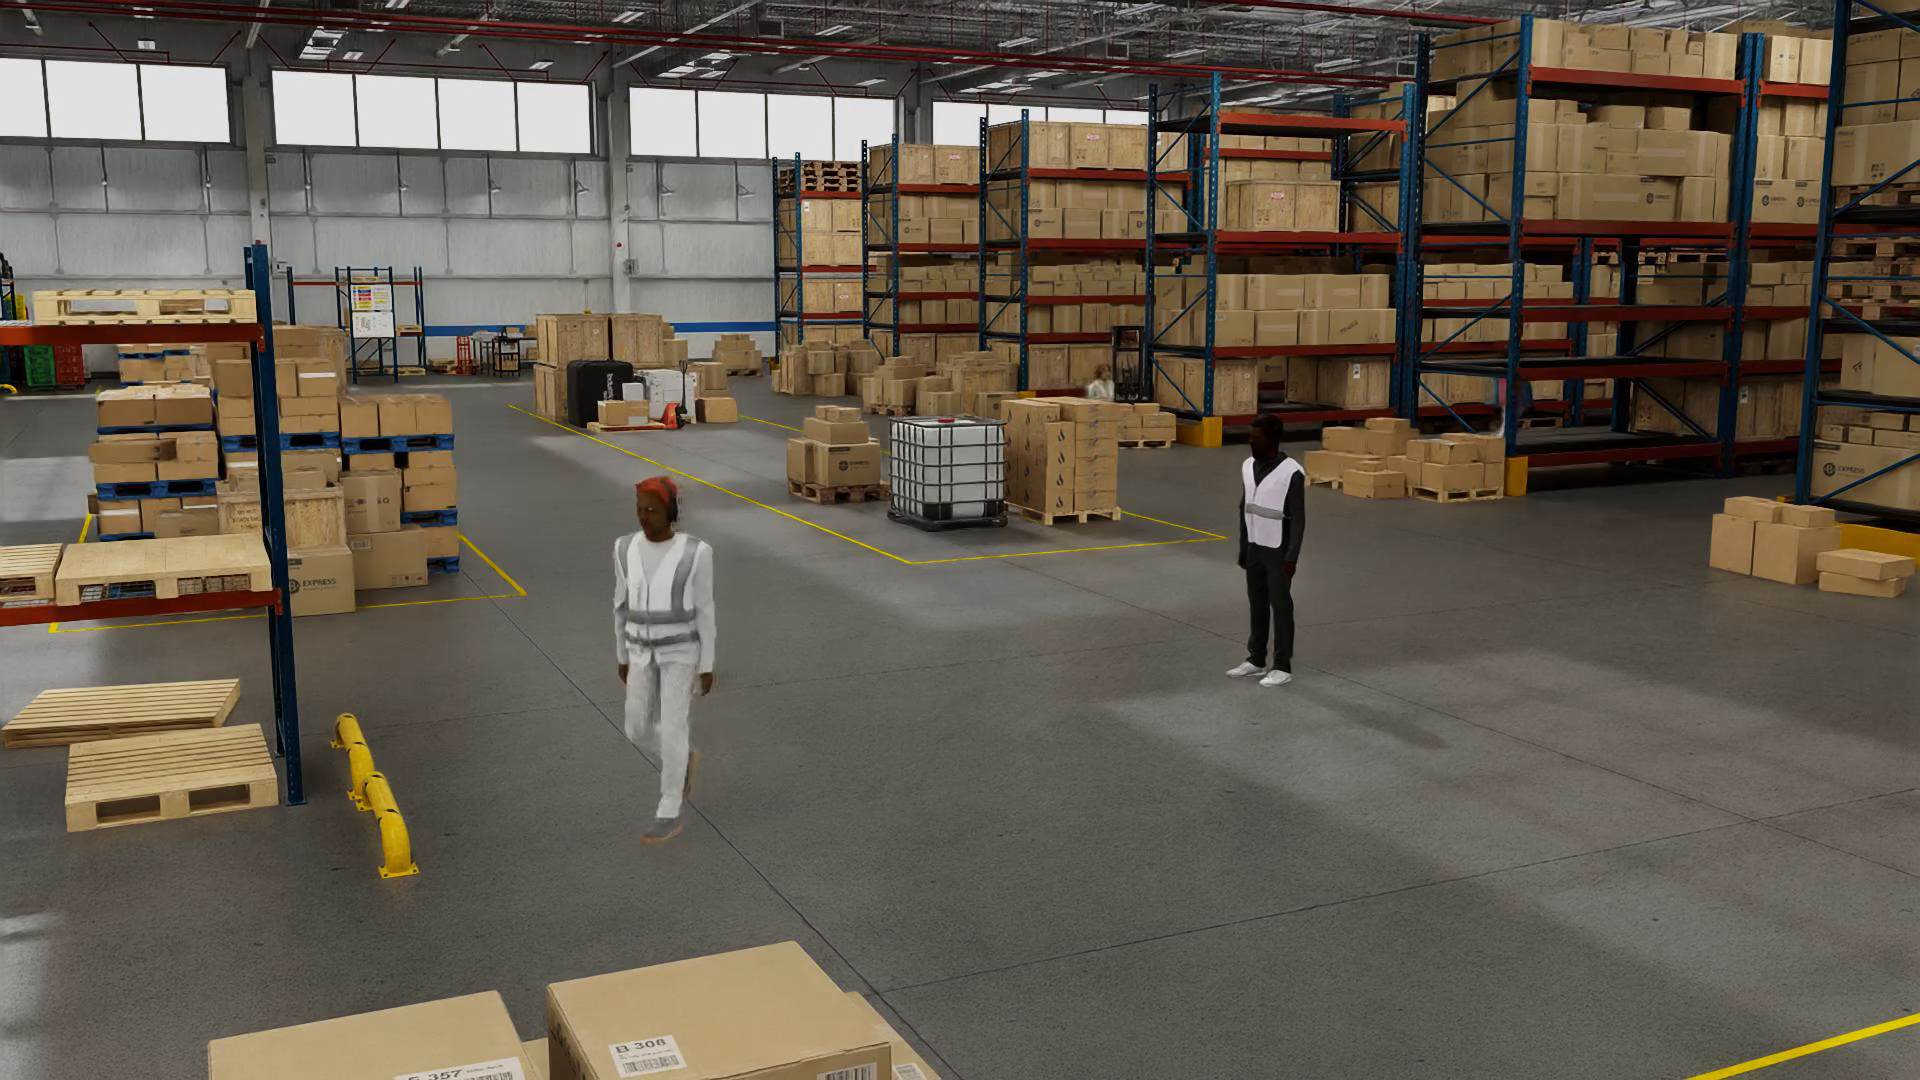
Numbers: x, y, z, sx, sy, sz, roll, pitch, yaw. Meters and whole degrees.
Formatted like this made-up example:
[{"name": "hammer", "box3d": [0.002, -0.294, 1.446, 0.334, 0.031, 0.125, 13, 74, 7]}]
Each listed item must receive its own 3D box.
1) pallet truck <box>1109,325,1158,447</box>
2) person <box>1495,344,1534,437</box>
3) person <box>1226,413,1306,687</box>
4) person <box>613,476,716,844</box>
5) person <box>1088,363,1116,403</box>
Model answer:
[{"name": "pallet truck", "box3d": [2.881, -2.596, 27.923, 0.823, 1.965, 1.885, -1, 9, -7]}, {"name": "person", "box3d": [8.367, -2.073, 25.293, 0.937, 1.809, 0.612, -4, 10, -22]}, {"name": "person", "box3d": [2.183, 0.063, 11.682, 0.396, 1.917, 0.590, -5, 11, -30]}, {"name": "person", "box3d": [-1.501, 0.588, 8.571, 0.592, 1.869, 0.602, 3, 10, 20]}, {"name": "person", "box3d": [1.976, -1.701, 23.525, 0.529, 1.623, 0.464, -8, 12, -42]}]
